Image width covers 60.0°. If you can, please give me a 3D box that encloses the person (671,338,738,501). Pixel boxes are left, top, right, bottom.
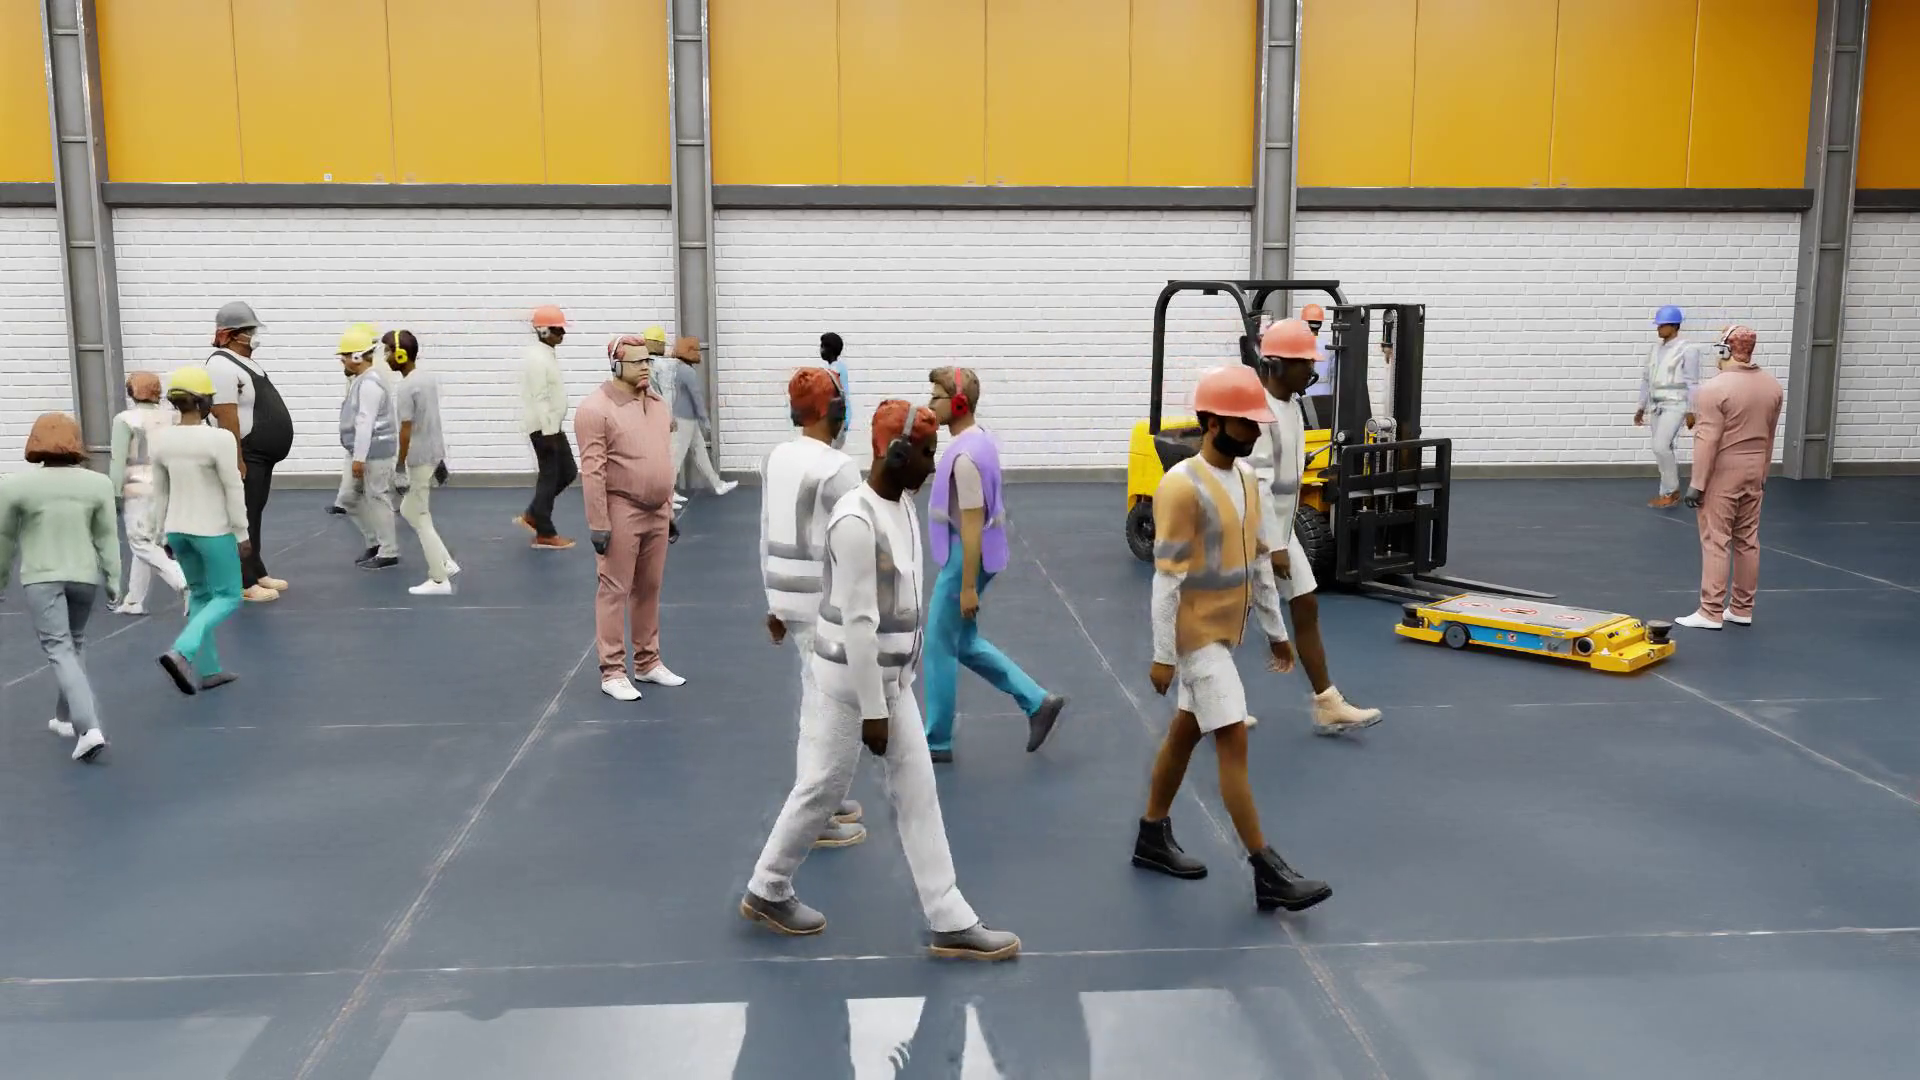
[{"bbox_3d":[-2.574,-1.175,16.333,0.840,1.593,0.504,-3,10,-20],"label":"person"}]

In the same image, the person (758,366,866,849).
[{"bbox_3d":[-0.483,0.270,6.424,0.501,1.869,0.644,-6,11,-32],"label":"person"}]

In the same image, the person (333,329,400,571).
[{"bbox_3d":[-4.433,-0.659,12.412,0.446,1.808,0.601,-5,10,-28],"label":"person"}]

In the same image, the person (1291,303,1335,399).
[{"bbox_3d":[3.439,-1.351,16.363,0.548,1.938,0.358,-2,9,-12],"label":"person"}]

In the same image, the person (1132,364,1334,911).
[{"bbox_3d":[0.992,0.337,5.871,0.936,1.893,0.563,7,11,36],"label":"person"}]

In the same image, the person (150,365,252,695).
[{"bbox_3d":[-4.014,-0.037,8.700,0.535,1.746,0.582,3,9,17],"label":"person"}]

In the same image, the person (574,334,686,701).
[{"bbox_3d":[-1.711,-0.127,8.774,0.407,1.908,0.641,5,10,29],"label":"person"}]

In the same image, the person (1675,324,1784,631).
[{"bbox_3d":[4.791,-0.386,10.407,0.639,1.908,0.409,-4,10,-25],"label":"person"}]

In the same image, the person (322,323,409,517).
[{"bbox_3d":[-5.366,-1.086,15.194,0.943,1.785,0.611,2,9,10],"label":"person"}]

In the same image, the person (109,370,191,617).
[{"bbox_3d":[-5.187,-0.290,10.721,0.700,1.608,0.541,3,9,15],"label":"person"}]

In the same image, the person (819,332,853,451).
[{"bbox_3d":[-1.172,-1.113,15.663,0.408,1.680,0.546,2,9,11],"label":"person"}]

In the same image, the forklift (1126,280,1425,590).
[{"bbox_3d":[2.301,-0.860,12.475,1.214,2.155,2.313,-6,11,-35],"label":"forklift"}]

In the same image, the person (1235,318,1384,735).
[{"bbox_3d":[1.556,-0.033,7.872,0.977,1.997,0.623,6,11,35],"label":"person"}]

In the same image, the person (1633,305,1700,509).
[{"bbox_3d":[6.655,-1.244,15.712,0.508,1.929,0.606,-2,9,-13],"label":"person"}]

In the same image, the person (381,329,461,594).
[{"bbox_3d":[-3.721,-0.518,11.409,0.417,1.846,0.543,0,9,3],"label":"person"}]

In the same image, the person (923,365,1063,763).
[{"bbox_3d":[0.067,0.122,7.457,0.714,1.822,0.578,1,9,4],"label":"person"}]

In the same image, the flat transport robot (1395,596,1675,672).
[{"bbox_3d":[3.375,0.523,9.813,1.431,0.197,0.652,9,12,43],"label":"flat transport robot"}]

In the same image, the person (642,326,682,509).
[{"bbox_3d":[-2.885,-1.150,15.732,0.483,1.737,0.312,6,11,34],"label":"person"}]

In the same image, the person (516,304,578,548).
[{"bbox_3d":[-3.317,-0.907,13.436,0.432,1.978,0.642,-1,9,-6],"label":"person"}]

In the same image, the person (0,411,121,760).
[{"bbox_3d":[-4.155,0.199,7.724,0.862,1.588,0.505,8,12,42],"label":"person"}]

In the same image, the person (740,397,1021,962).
[{"bbox_3d":[-0.301,0.453,5.417,0.980,1.833,0.590,3,10,20],"label":"person"}]

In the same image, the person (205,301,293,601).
[{"bbox_3d":[-4.854,-0.613,11.407,0.538,2.000,0.683,-2,9,-12],"label":"person"}]

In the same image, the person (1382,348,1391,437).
[{"bbox_3d":[4.241,-1.178,16.316,0.317,1.609,0.626,-2,9,-13],"label":"person"}]
